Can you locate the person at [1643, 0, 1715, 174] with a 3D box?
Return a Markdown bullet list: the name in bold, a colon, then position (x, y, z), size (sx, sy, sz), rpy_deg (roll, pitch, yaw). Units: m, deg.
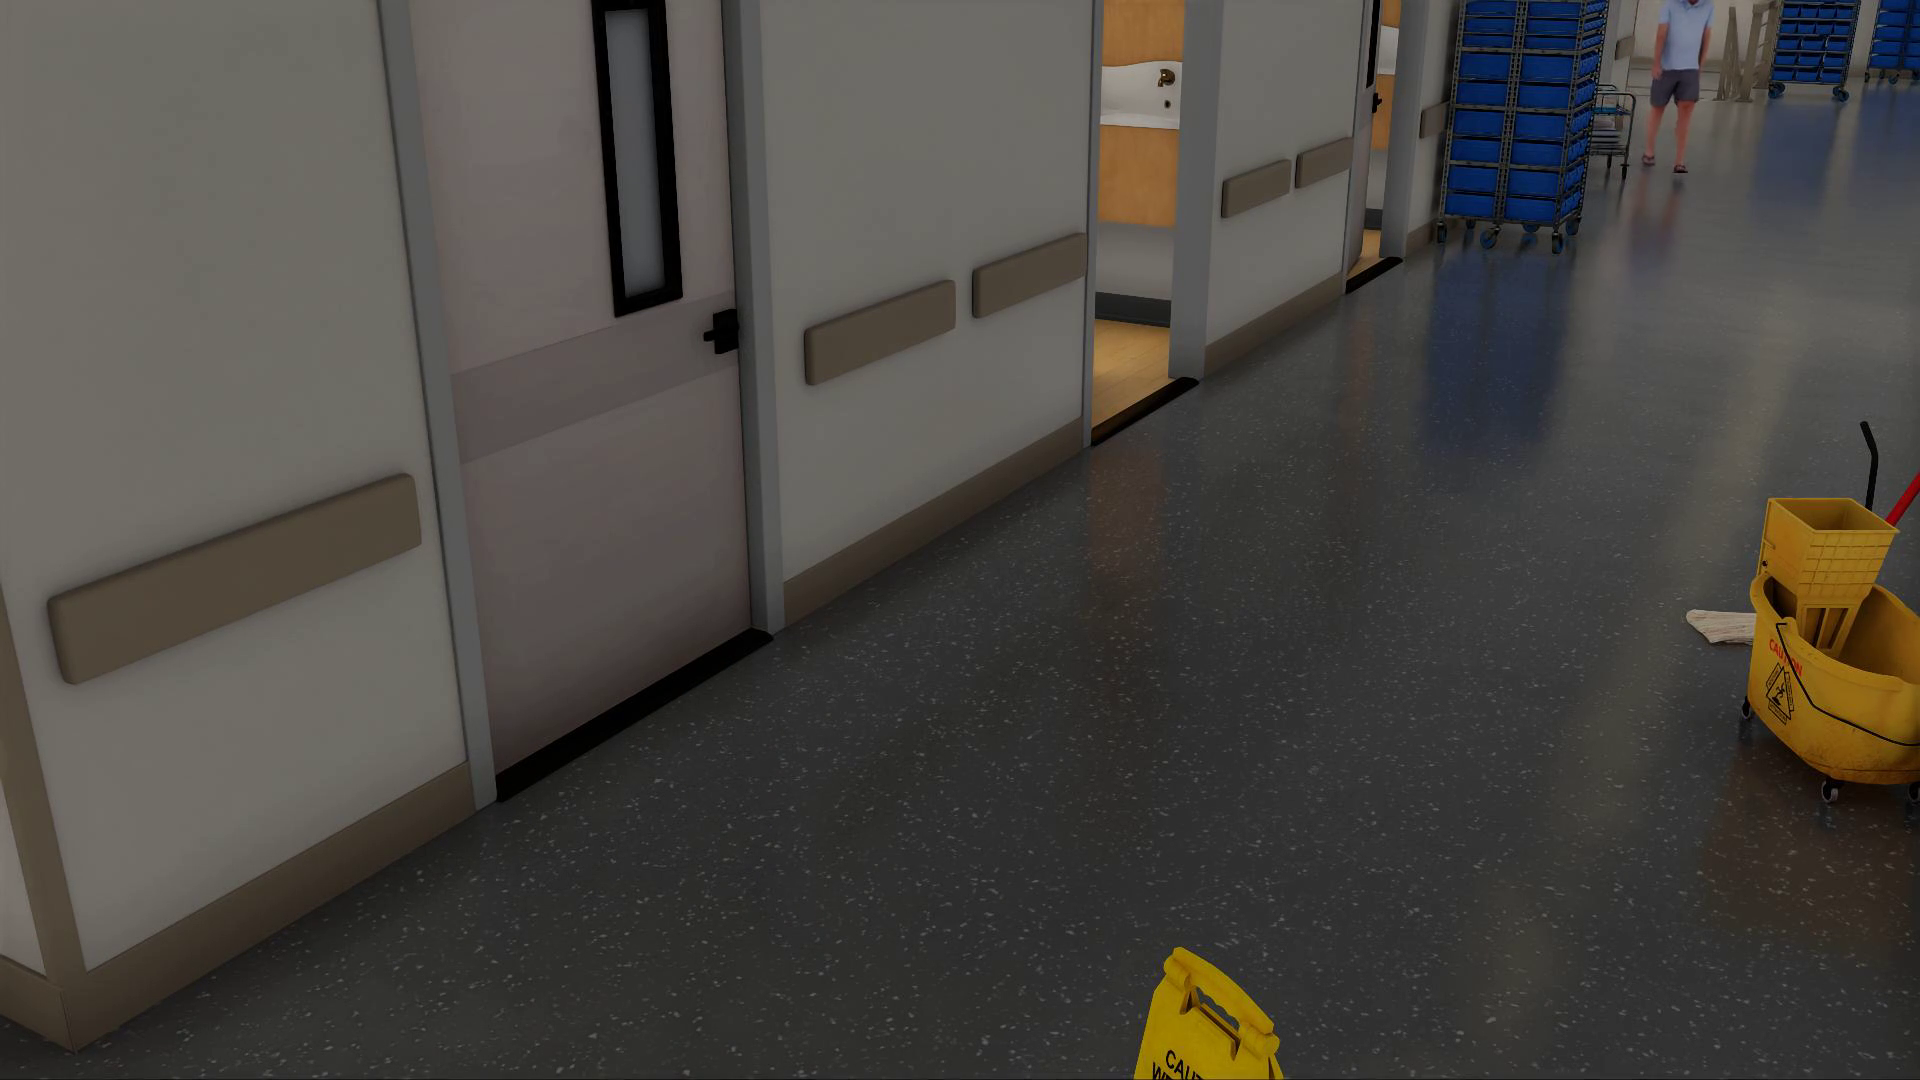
- **person**: position (6.503, -4.275, 15.167), size (0.875, 1.790, 1.241), rpy_deg (4, 21, 11)
